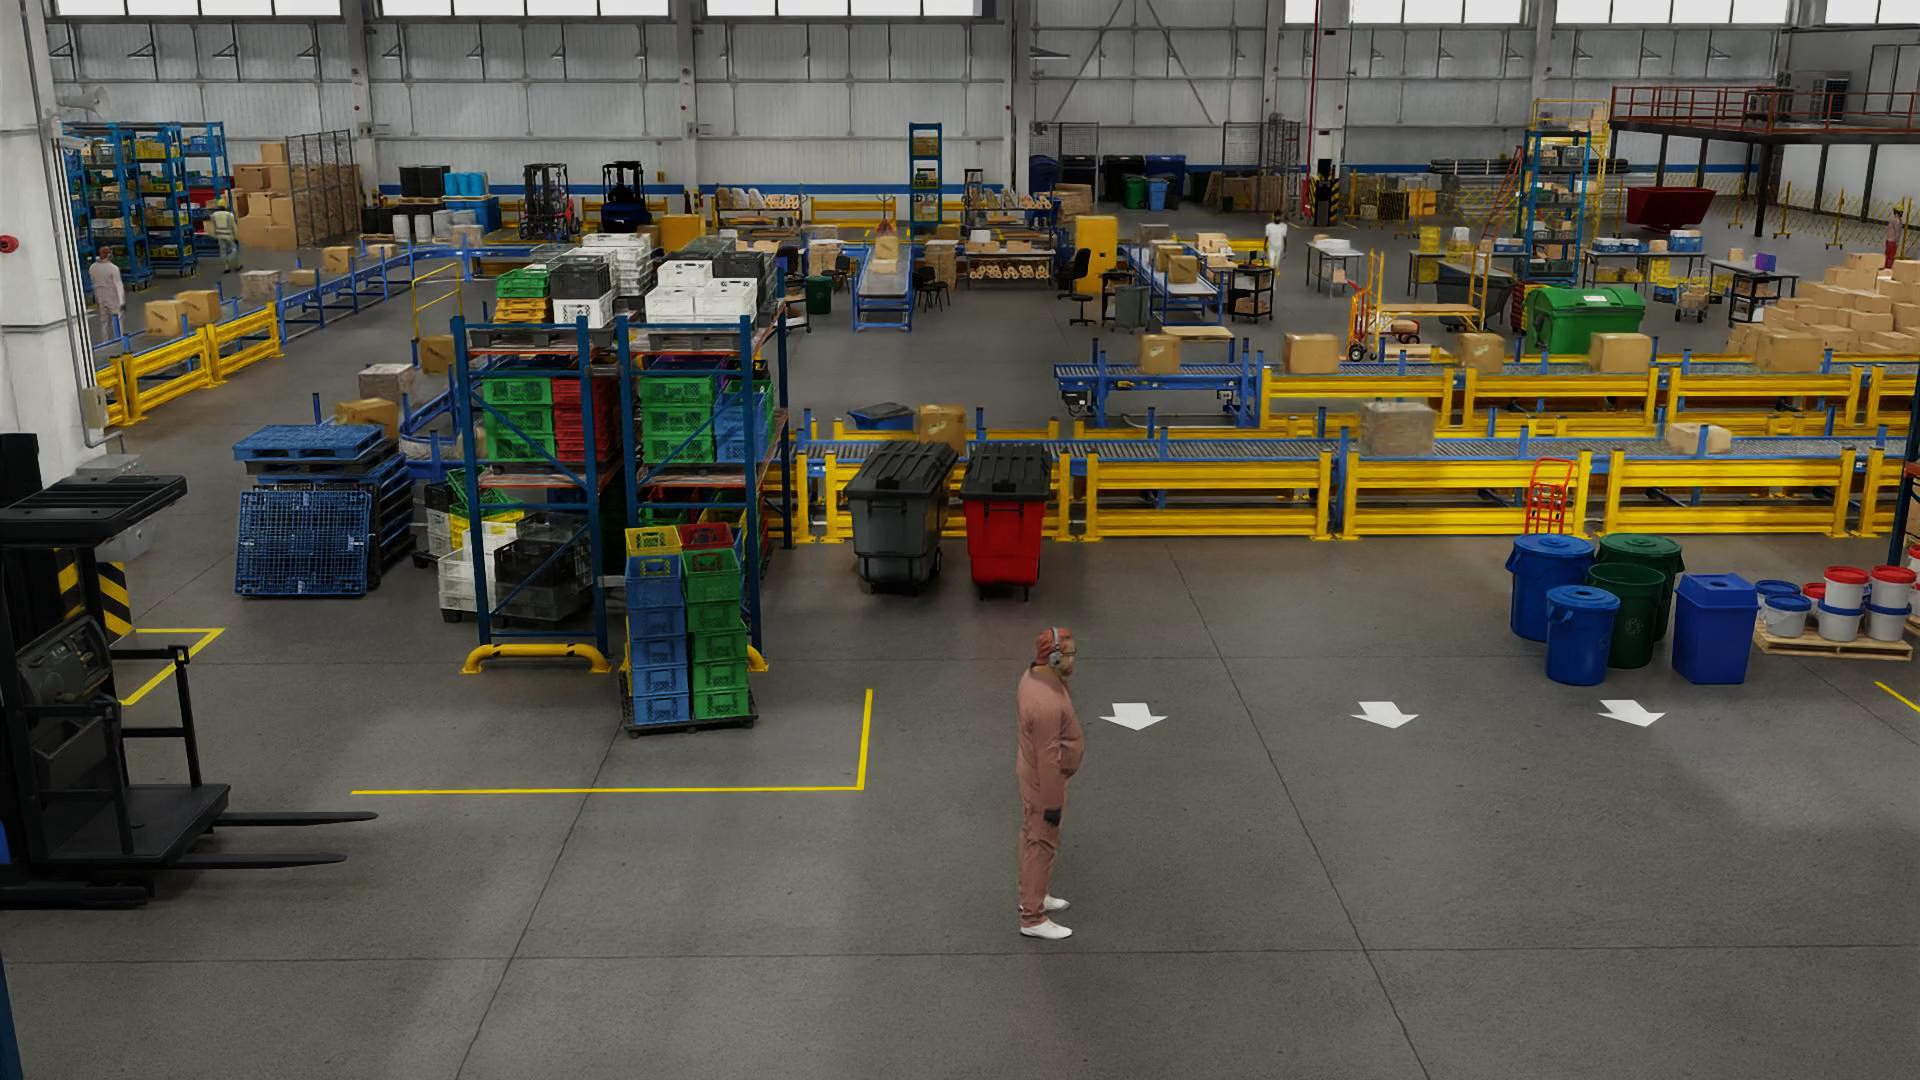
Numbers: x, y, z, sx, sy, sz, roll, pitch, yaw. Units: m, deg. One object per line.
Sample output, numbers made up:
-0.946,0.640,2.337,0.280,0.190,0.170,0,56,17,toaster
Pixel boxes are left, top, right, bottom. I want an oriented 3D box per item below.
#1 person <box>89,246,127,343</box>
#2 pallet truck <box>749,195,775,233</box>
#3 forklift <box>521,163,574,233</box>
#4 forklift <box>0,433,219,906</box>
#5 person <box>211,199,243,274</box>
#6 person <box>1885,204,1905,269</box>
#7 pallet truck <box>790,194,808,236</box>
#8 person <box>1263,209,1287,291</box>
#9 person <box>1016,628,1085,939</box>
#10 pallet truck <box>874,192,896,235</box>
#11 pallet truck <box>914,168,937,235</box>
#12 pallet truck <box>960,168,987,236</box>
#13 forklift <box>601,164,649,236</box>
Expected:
-15.173,-4.294,29.738,0.650,1.905,0.405,5,17,18,person
-6.051,-9.967,50.660,0.680,1.201,1.601,0,16,-1,pallet truck
-12.233,-10.122,49.298,1.157,1.987,2.680,0,16,-1,forklift
-5.952,0.780,10.366,1.873,2.768,1.129,0,16,-1,forklift
-18.087,-7.506,41.077,0.621,1.801,0.821,-1,16,-3,person
22.465,-7.181,40.025,0.312,1.768,0.524,2,16,6,person
-4.814,-9.883,50.259,0.704,1.261,1.522,-1,16,-3,pallet truck
7.218,-6.659,38.104,0.528,1.836,0.853,0,16,-1,person
0.537,1.428,9.873,0.396,1.900,0.637,-1,16,-3,person
-2.277,-9.986,50.594,0.653,1.274,1.630,0,16,-1,pallet truck
-0.989,-10.316,50.507,0.823,1.965,1.885,1,16,3,pallet truck
0.383,-10.230,50.206,0.823,1.965,1.885,-1,16,-3,pallet truck
-9.948,-10.127,49.296,1.157,1.987,2.680,-1,16,-3,forklift
